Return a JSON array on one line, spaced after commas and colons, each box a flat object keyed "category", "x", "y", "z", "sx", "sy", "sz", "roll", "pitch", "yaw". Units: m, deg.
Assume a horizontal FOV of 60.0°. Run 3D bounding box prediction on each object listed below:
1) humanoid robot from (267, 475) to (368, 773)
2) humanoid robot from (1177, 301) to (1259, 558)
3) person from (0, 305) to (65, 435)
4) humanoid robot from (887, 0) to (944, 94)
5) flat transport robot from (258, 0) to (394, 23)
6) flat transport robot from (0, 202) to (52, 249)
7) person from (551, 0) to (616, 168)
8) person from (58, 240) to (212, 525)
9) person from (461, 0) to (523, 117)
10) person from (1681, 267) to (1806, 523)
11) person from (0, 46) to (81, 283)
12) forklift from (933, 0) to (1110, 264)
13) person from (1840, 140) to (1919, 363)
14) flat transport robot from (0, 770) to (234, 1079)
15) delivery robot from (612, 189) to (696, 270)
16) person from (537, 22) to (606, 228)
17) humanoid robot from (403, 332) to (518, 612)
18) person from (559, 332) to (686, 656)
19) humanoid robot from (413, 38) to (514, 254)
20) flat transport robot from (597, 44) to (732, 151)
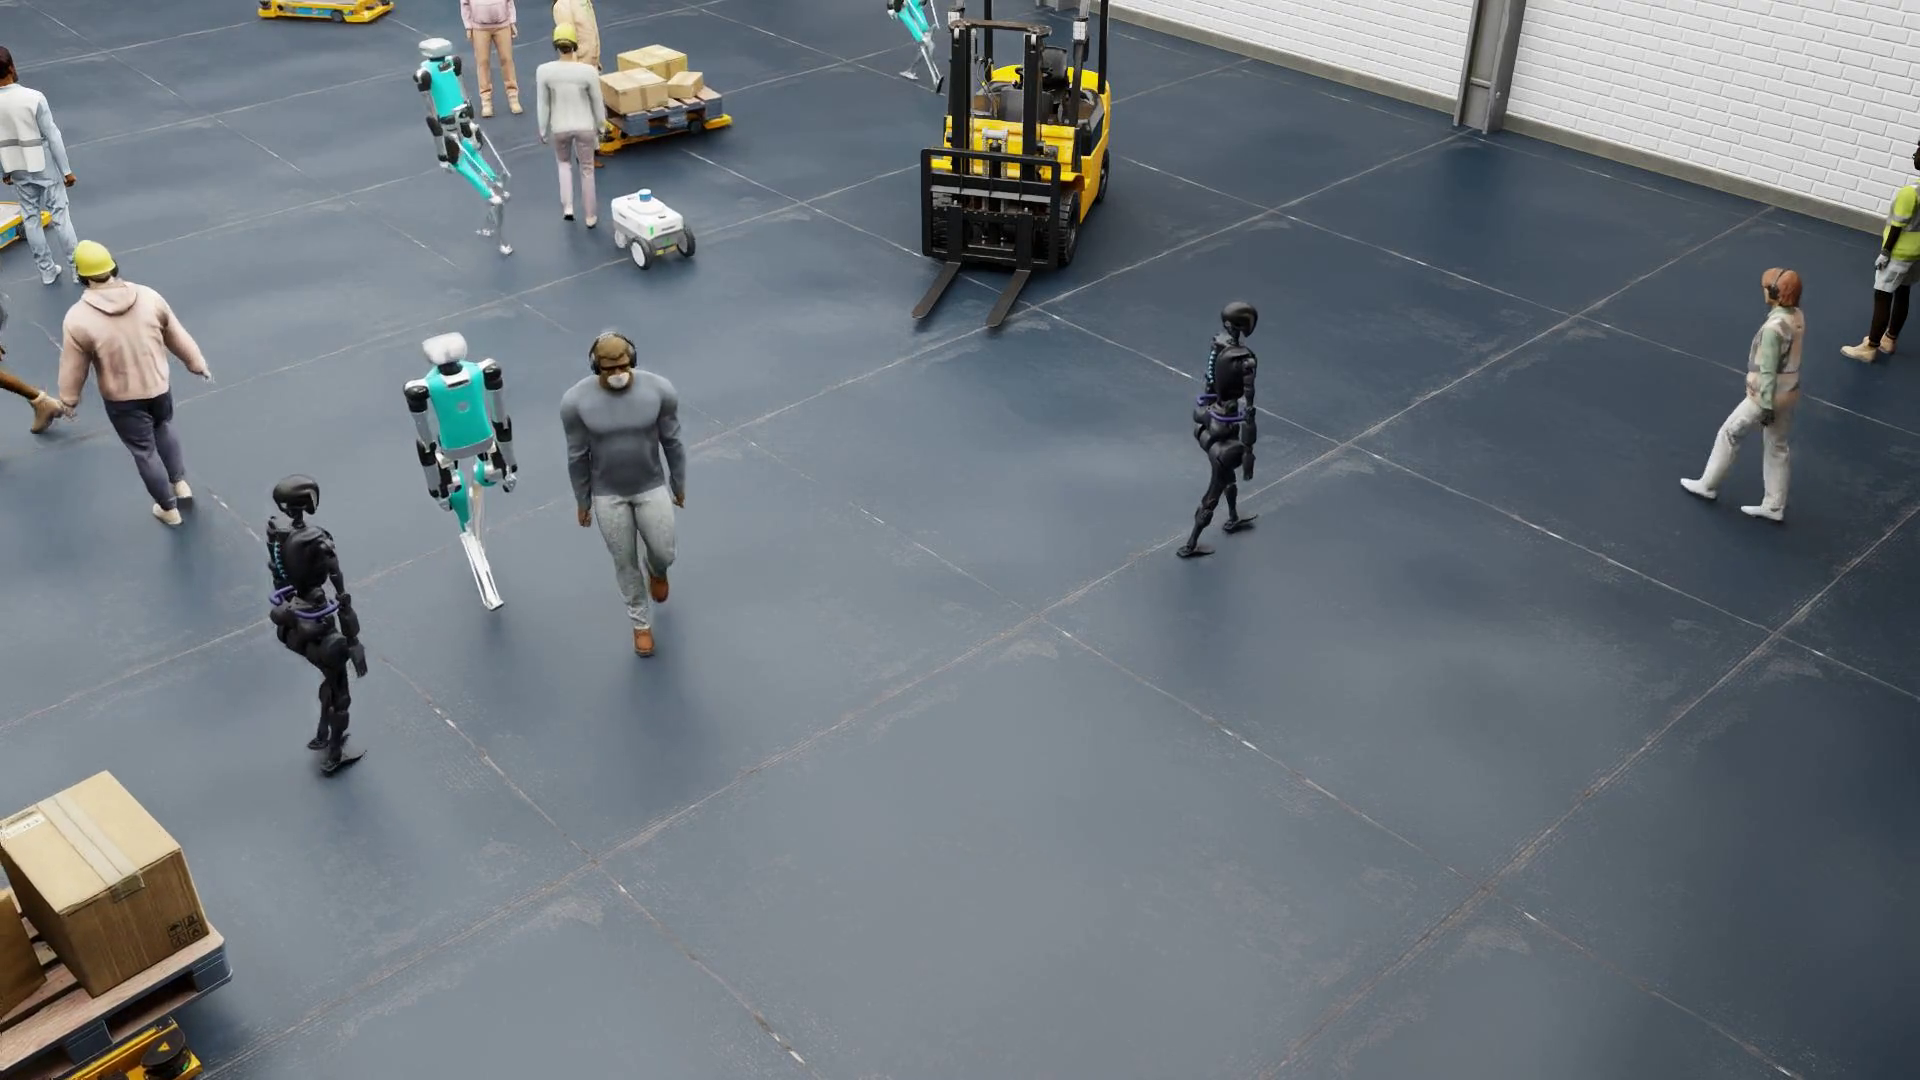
[{"category": "humanoid robot", "x": -3.203, "y": 0.421, "z": 8.235, "sx": 0.605, "sy": 1.641, "sz": 0.379, "roll": 20, "pitch": 38, "yaw": 27}, {"category": "humanoid robot", "x": 1.627, "y": -0.669, "z": 9.926, "sx": 0.648, "sy": 1.633, "sz": 0.589, "roll": -12, "pitch": 35, "yaw": -17}, {"category": "person", "x": -6.448, "y": -1.416, "z": 10.775, "sx": 0.708, "sy": 1.988, "sz": 0.655, "roll": -26, "pitch": 41, "yaw": -34}, {"category": "humanoid robot", "x": -0.393, "y": -5.611, "z": 17.468, "sx": 0.558, "sy": 1.776, "sz": 0.958, "roll": -25, "pitch": 40, "yaw": -33}, {"category": "flat transport robot", "x": -7.673, "y": -6.473, "z": 20.122, "sx": 1.431, "sy": 0.231, "sz": 0.659, "roll": 6, "pitch": 34, "yaw": 9}, {"category": "flat transport robot", "x": -8.428, "y": -2.550, "z": 14.092, "sx": 0.659, "sy": 0.231, "sz": 1.431, "roll": 6, "pitch": 33, "yaw": 9}, {"category": "person", "x": -3.543, "y": -4.439, "z": 15.526, "sx": 0.407, "sy": 1.877, "sz": 0.554, "roll": 7, "pitch": 34, "yaw": 11}, {"category": "person", "x": -5.066, "y": -0.966, "z": 10.209, "sx": 0.548, "sy": 1.847, "sz": 0.858, "roll": 27, "pitch": 42, "yaw": 35}, {"category": "person", "x": -4.729, "y": -5.187, "z": 16.755, "sx": 0.527, "sy": 1.782, "sz": 0.404, "roll": -10, "pitch": 34, "yaw": -16}, {"category": "person", "x": 4.988, "y": -0.905, "z": 10.339, "sx": 0.528, "sy": 1.586, "sz": 0.753, "roll": -27, "pitch": 41, "yaw": -34}, {"category": "person", "x": -7.366, "y": -2.956, "z": 13.204, "sx": 0.590, "sy": 1.921, "sz": 0.392, "roll": 0, "pitch": 33, "yaw": -1}, {"category": "forklift", "x": 0.570, "y": -3.725, "z": 14.138, "sx": 1.214, "sy": 2.155, "sz": 2.313, "roll": 9, "pitch": 34, "yaw": 13}, {"category": "person", "x": 6.874, "y": -2.113, "z": 12.117, "sx": 0.534, "sy": 1.693, "sz": 0.320, "roll": -21, "pitch": 38, "yaw": -29}, {"category": "flat transport robot", "x": -3.879, "y": 2.009, "z": 7.085, "sx": 1.431, "sy": 0.231, "sz": 0.659, "roll": 27, "pitch": 42, "yaw": 35}, {"category": "delivery robot", "x": -2.621, "y": -2.650, "z": 13.977, "sx": 0.499, "sy": 0.587, "sz": 0.772, "roll": -23, "pitch": 40, "yaw": -31}, {"category": "person", "x": -3.315, "y": -3.539, "z": 14.258, "sx": 0.564, "sy": 1.743, "sz": 0.389, "roll": -4, "pitch": 33, "yaw": -6}, {"category": "humanoid robot", "x": -2.839, "y": -0.428, "z": 9.493, "sx": 0.561, "sy": 1.736, "sz": 1.041, "roll": -19, "pitch": 38, "yaw": -27}, {"category": "person", "x": -1.810, "y": -0.295, "z": 9.110, "sx": 0.633, "sy": 1.921, "sz": 0.560, "roll": -8, "pitch": 34, "yaw": -12}, {"category": "humanoid robot", "x": -3.981, "y": -3.236, "z": 13.831, "sx": 0.874, "sy": 1.773, "sz": 0.540, "roll": 12, "pitch": 35, "yaw": 17}, {"category": "flat transport robot", "x": -3.072, "y": -4.191, "z": 16.615, "sx": 1.431, "sy": 0.231, "sz": 0.659, "roll": -20, "pitch": 38, "yaw": -28}]
